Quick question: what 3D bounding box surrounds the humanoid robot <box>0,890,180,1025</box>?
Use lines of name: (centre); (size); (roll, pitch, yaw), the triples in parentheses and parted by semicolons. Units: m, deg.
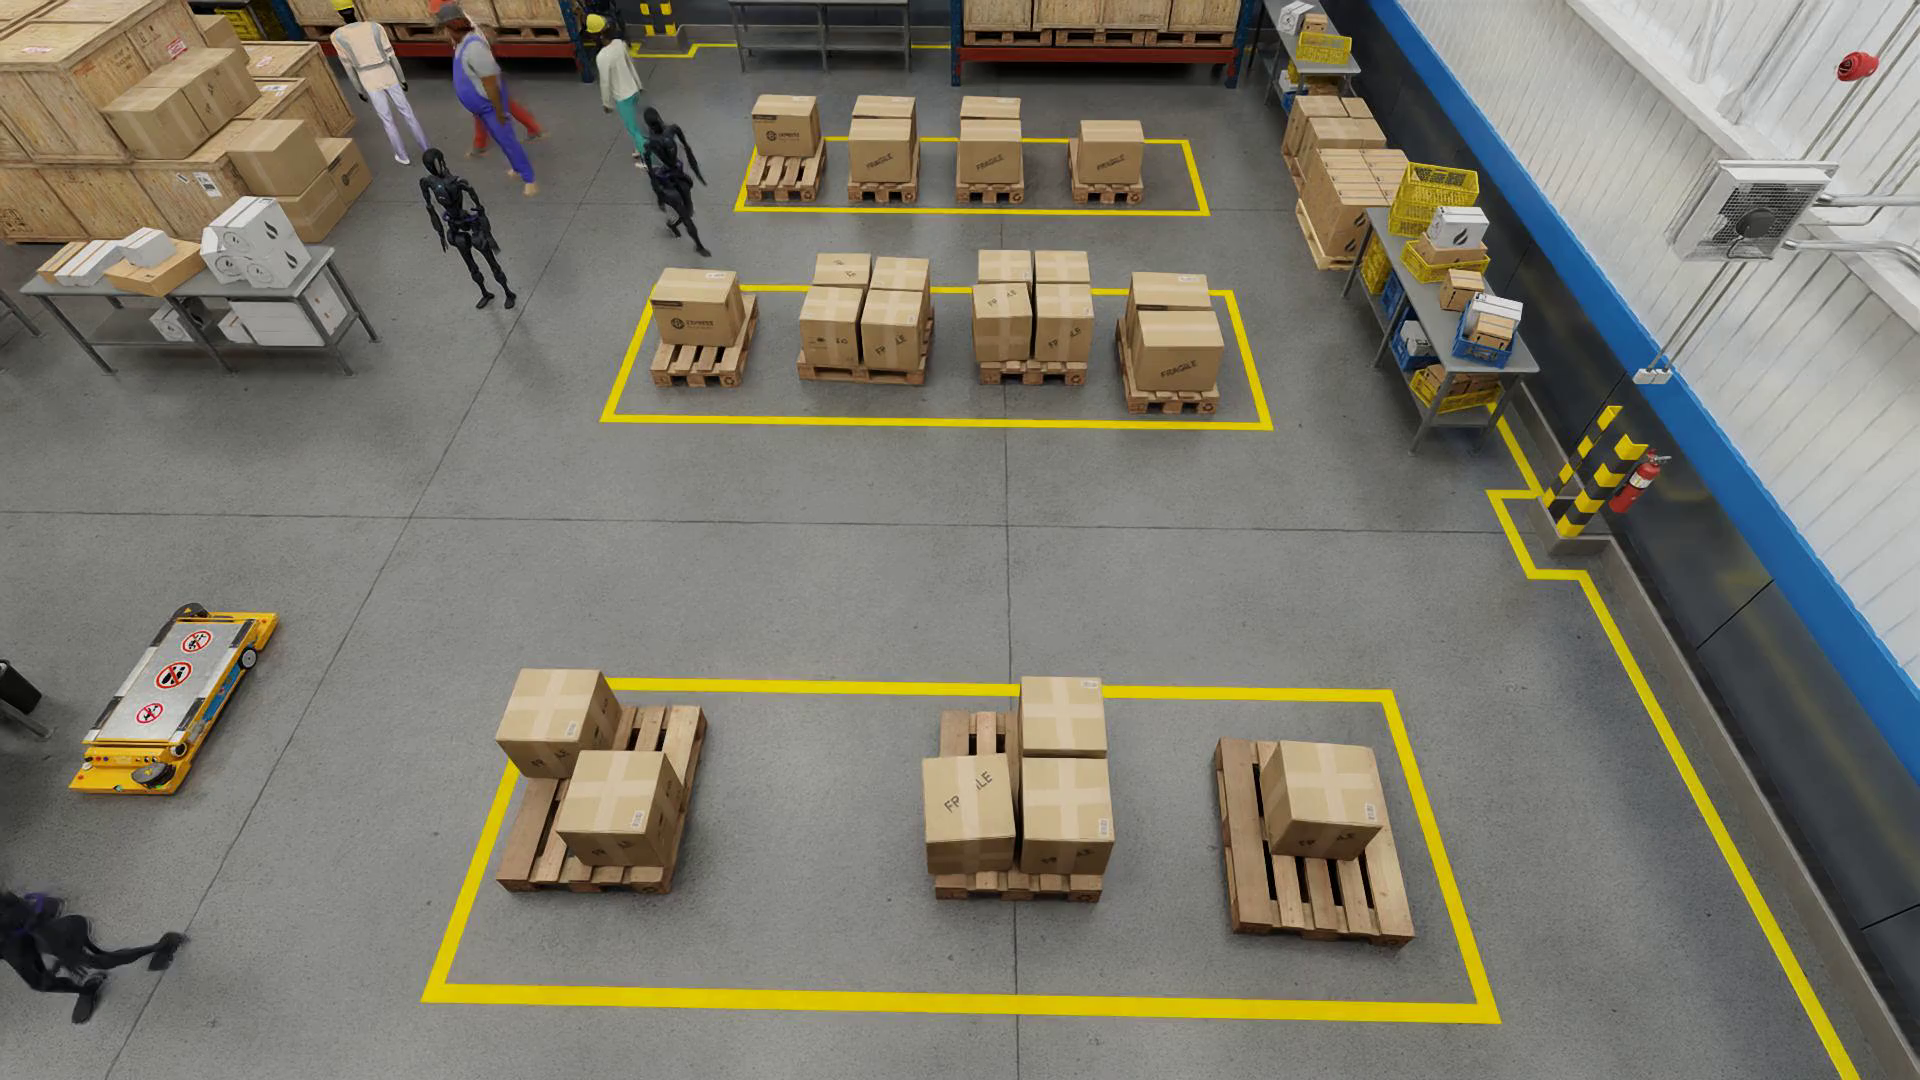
humanoid robot: (-4.873, 2.048, 4.737); (0.633, 1.636, 0.470); (-7, 50, -5)

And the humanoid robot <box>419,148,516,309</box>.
humanoid robot: (-4.844, -3.017, 8.988); (0.589, 1.657, 0.327); (1, 50, 1)

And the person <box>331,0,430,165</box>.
person: (-6.929, -5.479, 10.927); (0.582, 1.918, 0.405); (-31, 56, -23)

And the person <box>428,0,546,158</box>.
person: (-5.792, -5.649, 11.068); (1.016, 1.926, 0.681); (-33, 57, -25)

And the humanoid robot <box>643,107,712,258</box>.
humanoid robot: (-3.051, -3.807, 9.686); (0.628, 1.631, 0.610); (24, 54, 19)

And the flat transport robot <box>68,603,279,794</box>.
flat transport robot: (-5.504, 1.072, 6.442); (0.652, 0.197, 1.431); (1, 50, 1)

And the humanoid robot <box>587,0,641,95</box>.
humanoid robot: (-4.671, -6.815, 12.199); (0.589, 1.660, 0.327); (23, 54, 19)

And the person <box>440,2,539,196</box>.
person: (-5.397, -5.009, 10.446); (0.535, 2.000, 0.805); (-27, 55, -21)

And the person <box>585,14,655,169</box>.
person: (-4.026, -5.297, 10.882); (0.571, 1.739, 0.579); (14, 51, 12)
